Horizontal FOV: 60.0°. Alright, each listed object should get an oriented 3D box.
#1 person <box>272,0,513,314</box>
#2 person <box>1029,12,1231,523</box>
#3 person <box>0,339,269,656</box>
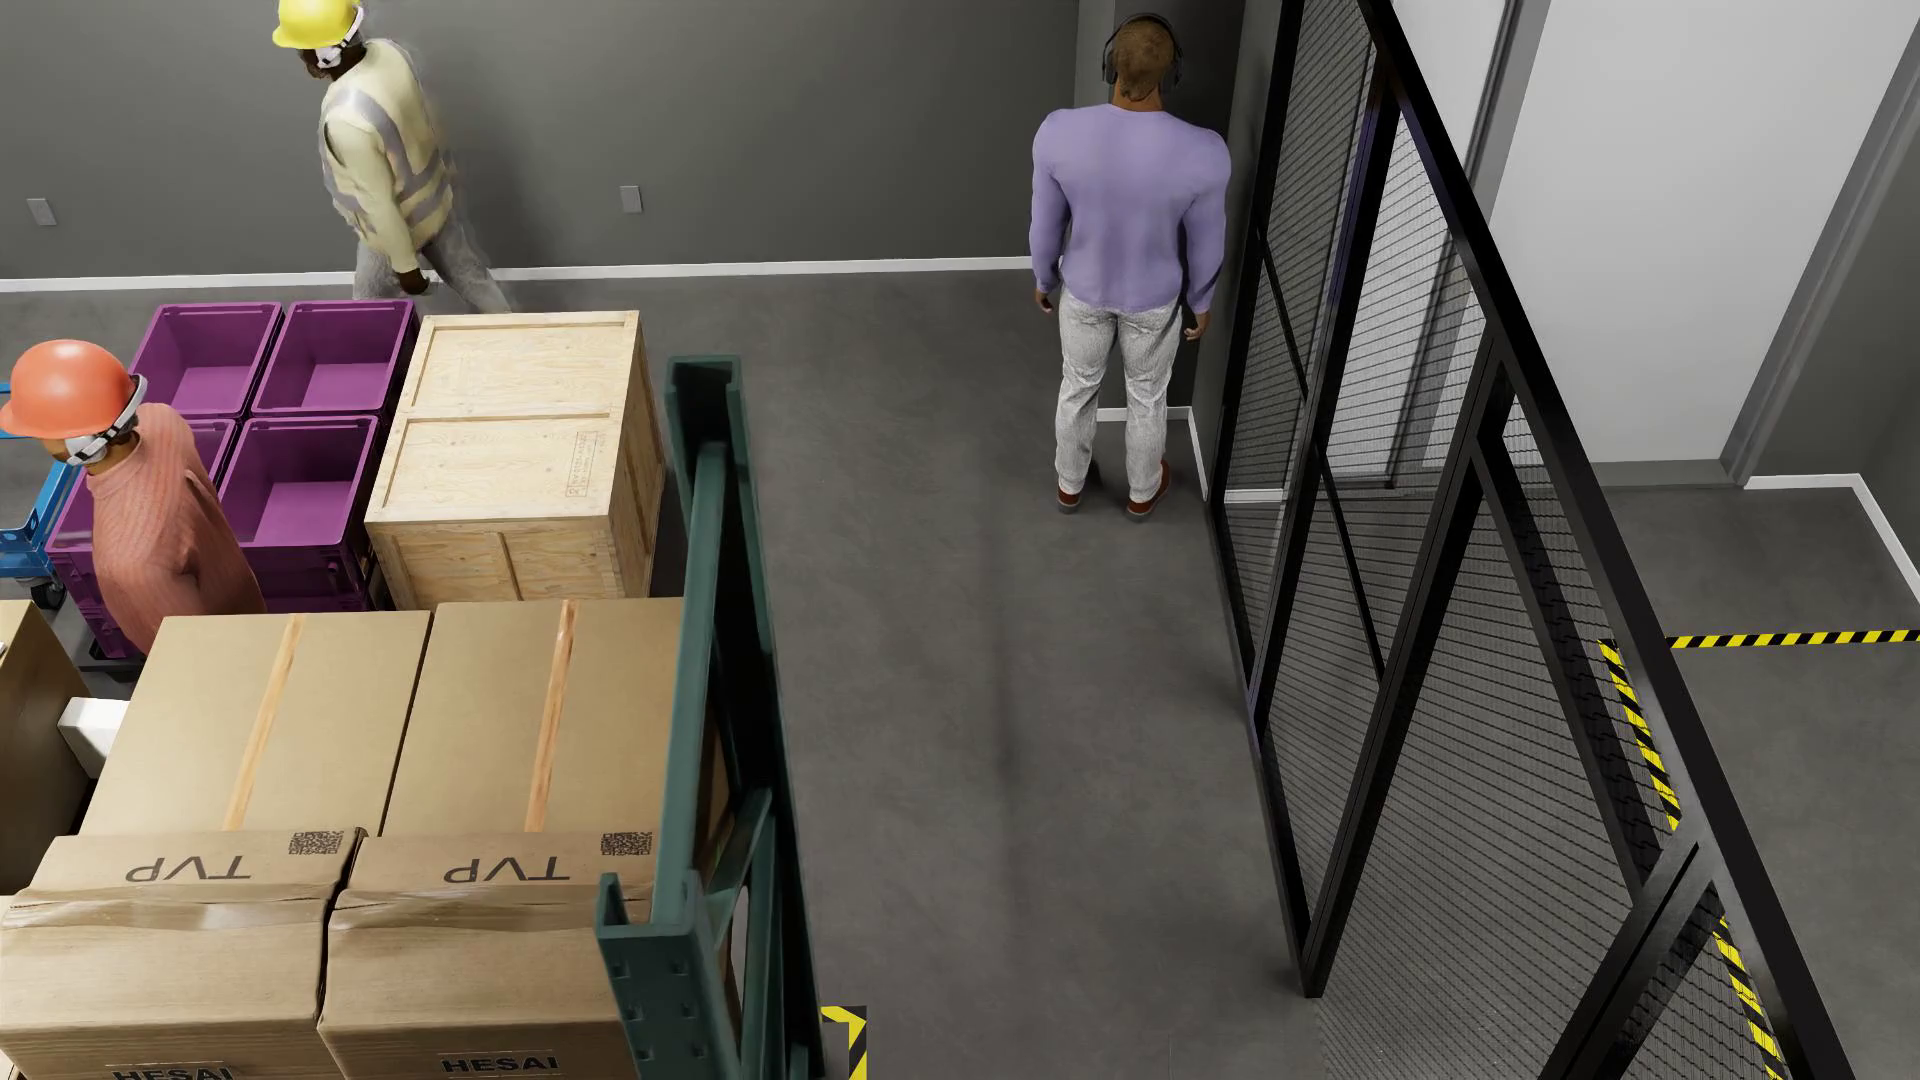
[{"bbox_3d":[-2.110,-1.216,6.030,0.967,1.765,0.625,3,46,3],"label":"person"},{"bbox_3d":[0.544,-0.840,5.562,0.635,1.931,0.353,10,47,9],"label":"person"},{"bbox_3d":[-2.039,0.256,4.474,0.377,1.995,0.608,-12,47,-11],"label":"person"}]
